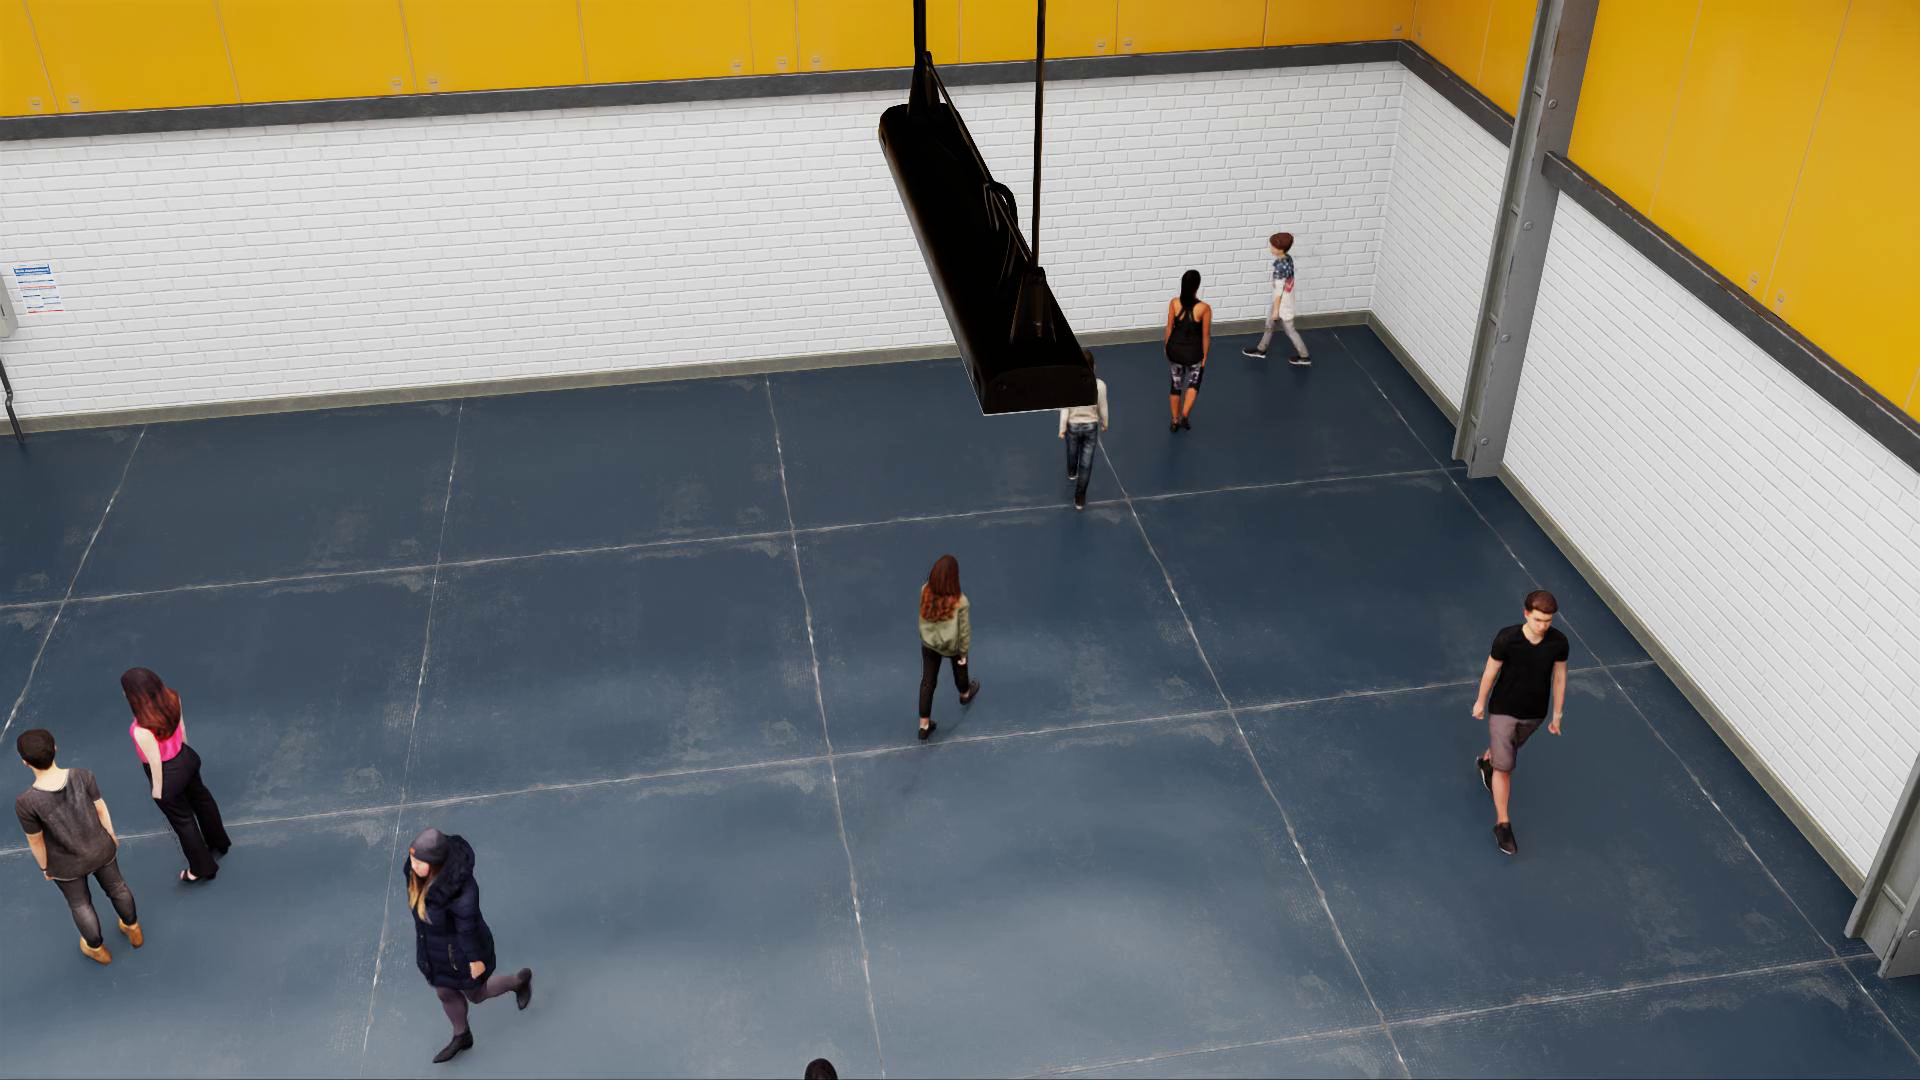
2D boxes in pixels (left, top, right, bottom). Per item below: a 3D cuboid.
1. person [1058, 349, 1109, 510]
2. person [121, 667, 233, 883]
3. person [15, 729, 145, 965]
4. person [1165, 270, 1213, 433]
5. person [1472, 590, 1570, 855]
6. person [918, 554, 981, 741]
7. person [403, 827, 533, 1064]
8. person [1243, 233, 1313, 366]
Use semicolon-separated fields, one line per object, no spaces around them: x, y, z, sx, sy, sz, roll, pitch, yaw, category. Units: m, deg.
1.054;-0.930;14.428;0.756;1.441;0.997;4;34;7;person
-5.021;1.477;10.607;0.693;1.661;0.535;3;34;4;person
-5.306;1.845;10.009;0.692;1.711;0.709;-26;41;-33;person
2.069;-1.715;15.419;0.726;1.651;0.777;12;35;18;person
3.702;1.062;11.089;0.801;1.819;1.230;0;34;-1;person
-0.156;0.781;11.853;0.937;1.441;1.066;16;37;22;person
-2.800;2.250;9.445;1.005;1.659;1.049;24;41;32;person
3.306;-2.388;16.657;0.863;1.401;0.947;11;35;16;person
